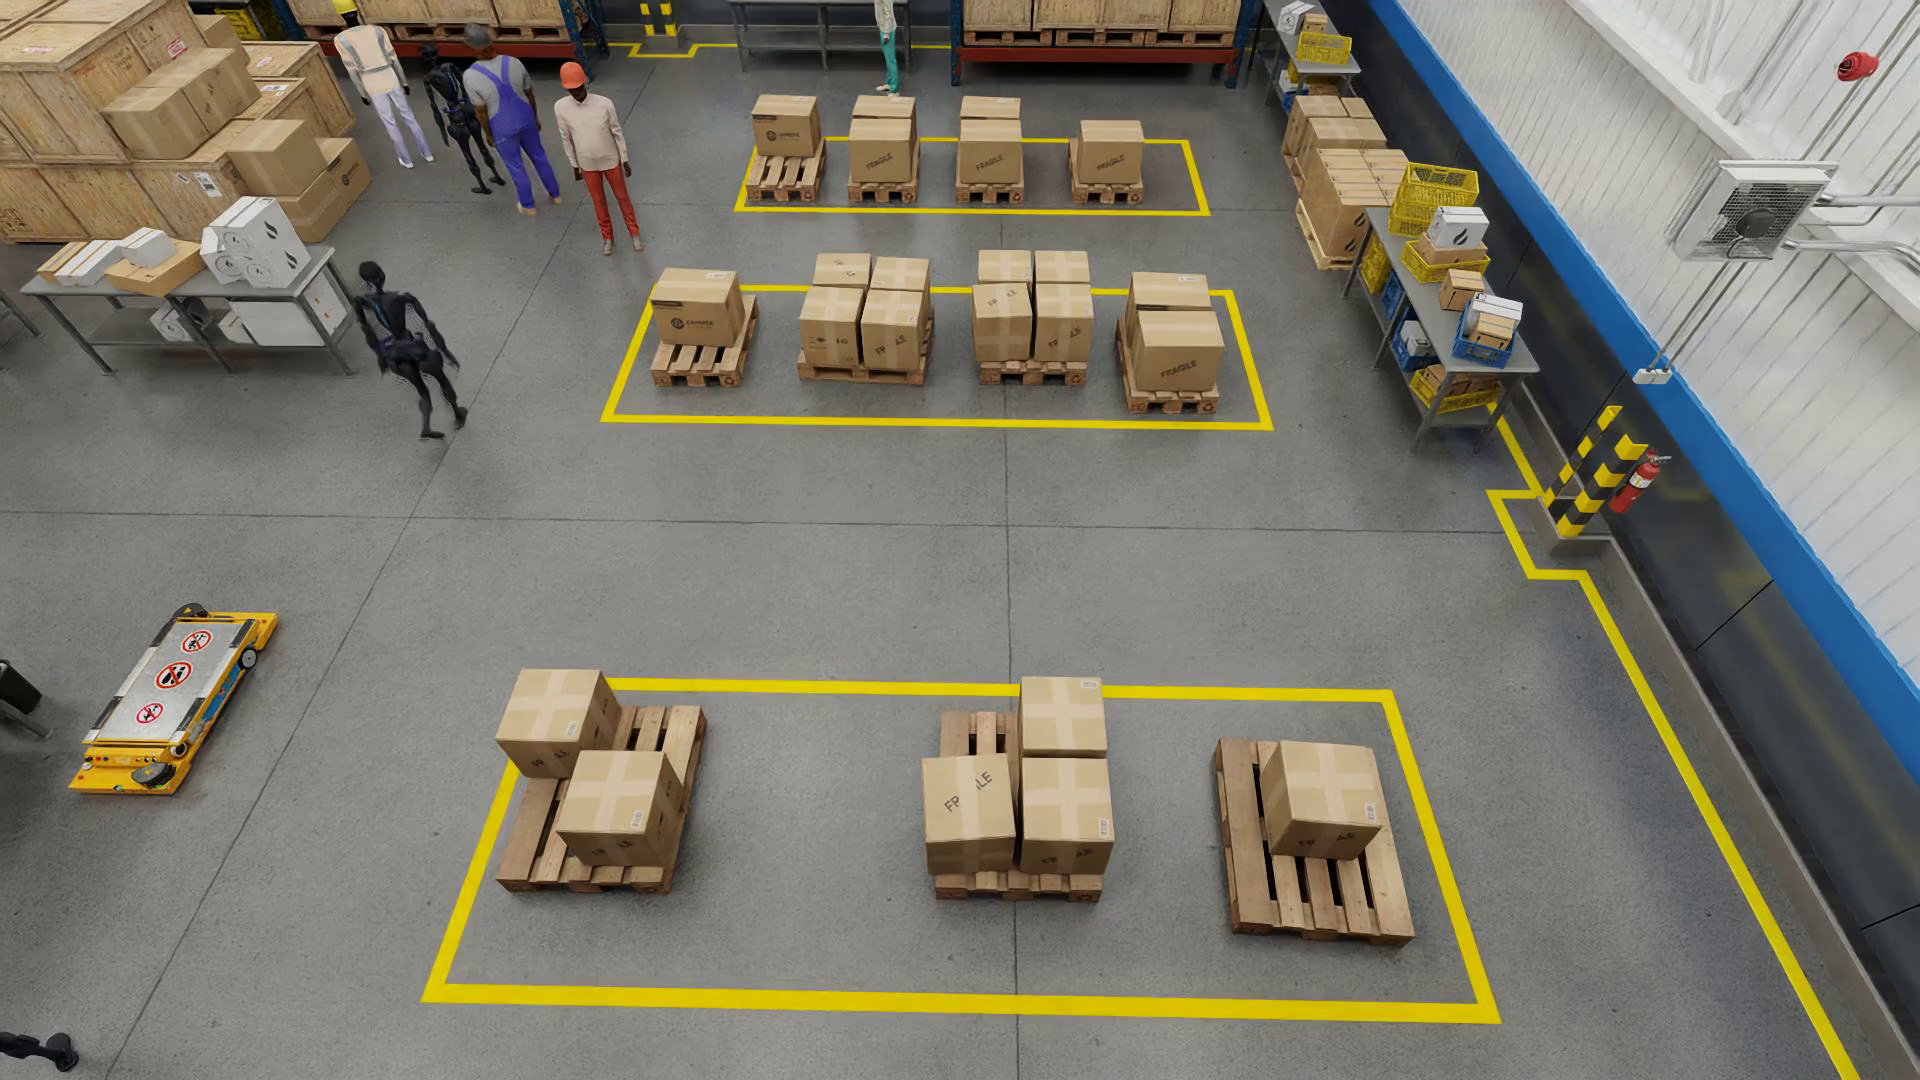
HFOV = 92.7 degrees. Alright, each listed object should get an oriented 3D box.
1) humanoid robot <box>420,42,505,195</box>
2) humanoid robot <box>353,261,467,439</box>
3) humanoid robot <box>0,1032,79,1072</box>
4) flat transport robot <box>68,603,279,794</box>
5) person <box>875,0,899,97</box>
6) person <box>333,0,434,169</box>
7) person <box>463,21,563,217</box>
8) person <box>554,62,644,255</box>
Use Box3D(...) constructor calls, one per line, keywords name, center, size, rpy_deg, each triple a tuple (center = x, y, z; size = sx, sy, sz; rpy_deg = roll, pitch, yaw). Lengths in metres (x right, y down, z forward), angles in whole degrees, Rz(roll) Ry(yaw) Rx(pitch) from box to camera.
Box3D(name="humanoid robot", center=(-5.748, -4.834, 10.534), size=(0.317, 1.653, 0.579), rpy_deg=(17, 52, 14))
Box3D(name="humanoid robot", center=(-4.666, -1.558, 7.765), size=(0.643, 1.627, 0.511), rpy_deg=(-7, 50, -6))
Box3D(name="humanoid robot", center=(-5.069, 2.418, 4.390), size=(0.315, 1.656, 0.610), rpy_deg=(18, 52, 15))
Box3D(name="flat transport robot", center=(-5.504, 1.072, 6.442), size=(0.652, 0.197, 1.431), rpy_deg=(1, 50, 1))
Box3D(name="person", center=(-0.993, -6.771, 12.113), size=(0.302, 1.771, 0.524), rpy_deg=(-10, 50, -8))
Box3D(name="person", center=(-6.859, -5.404, 10.863), size=(0.399, 1.919, 0.579), rpy_deg=(36, 58, 26))
Box3D(name="person", center=(-4.988, -4.630, 10.125), size=(0.536, 2.000, 0.688), rpy_deg=(36, 58, 26))
Box3D(name="person", center=(-3.774, -3.960, 9.589), size=(0.607, 1.994, 0.375), rpy_deg=(-10, 51, -8))
